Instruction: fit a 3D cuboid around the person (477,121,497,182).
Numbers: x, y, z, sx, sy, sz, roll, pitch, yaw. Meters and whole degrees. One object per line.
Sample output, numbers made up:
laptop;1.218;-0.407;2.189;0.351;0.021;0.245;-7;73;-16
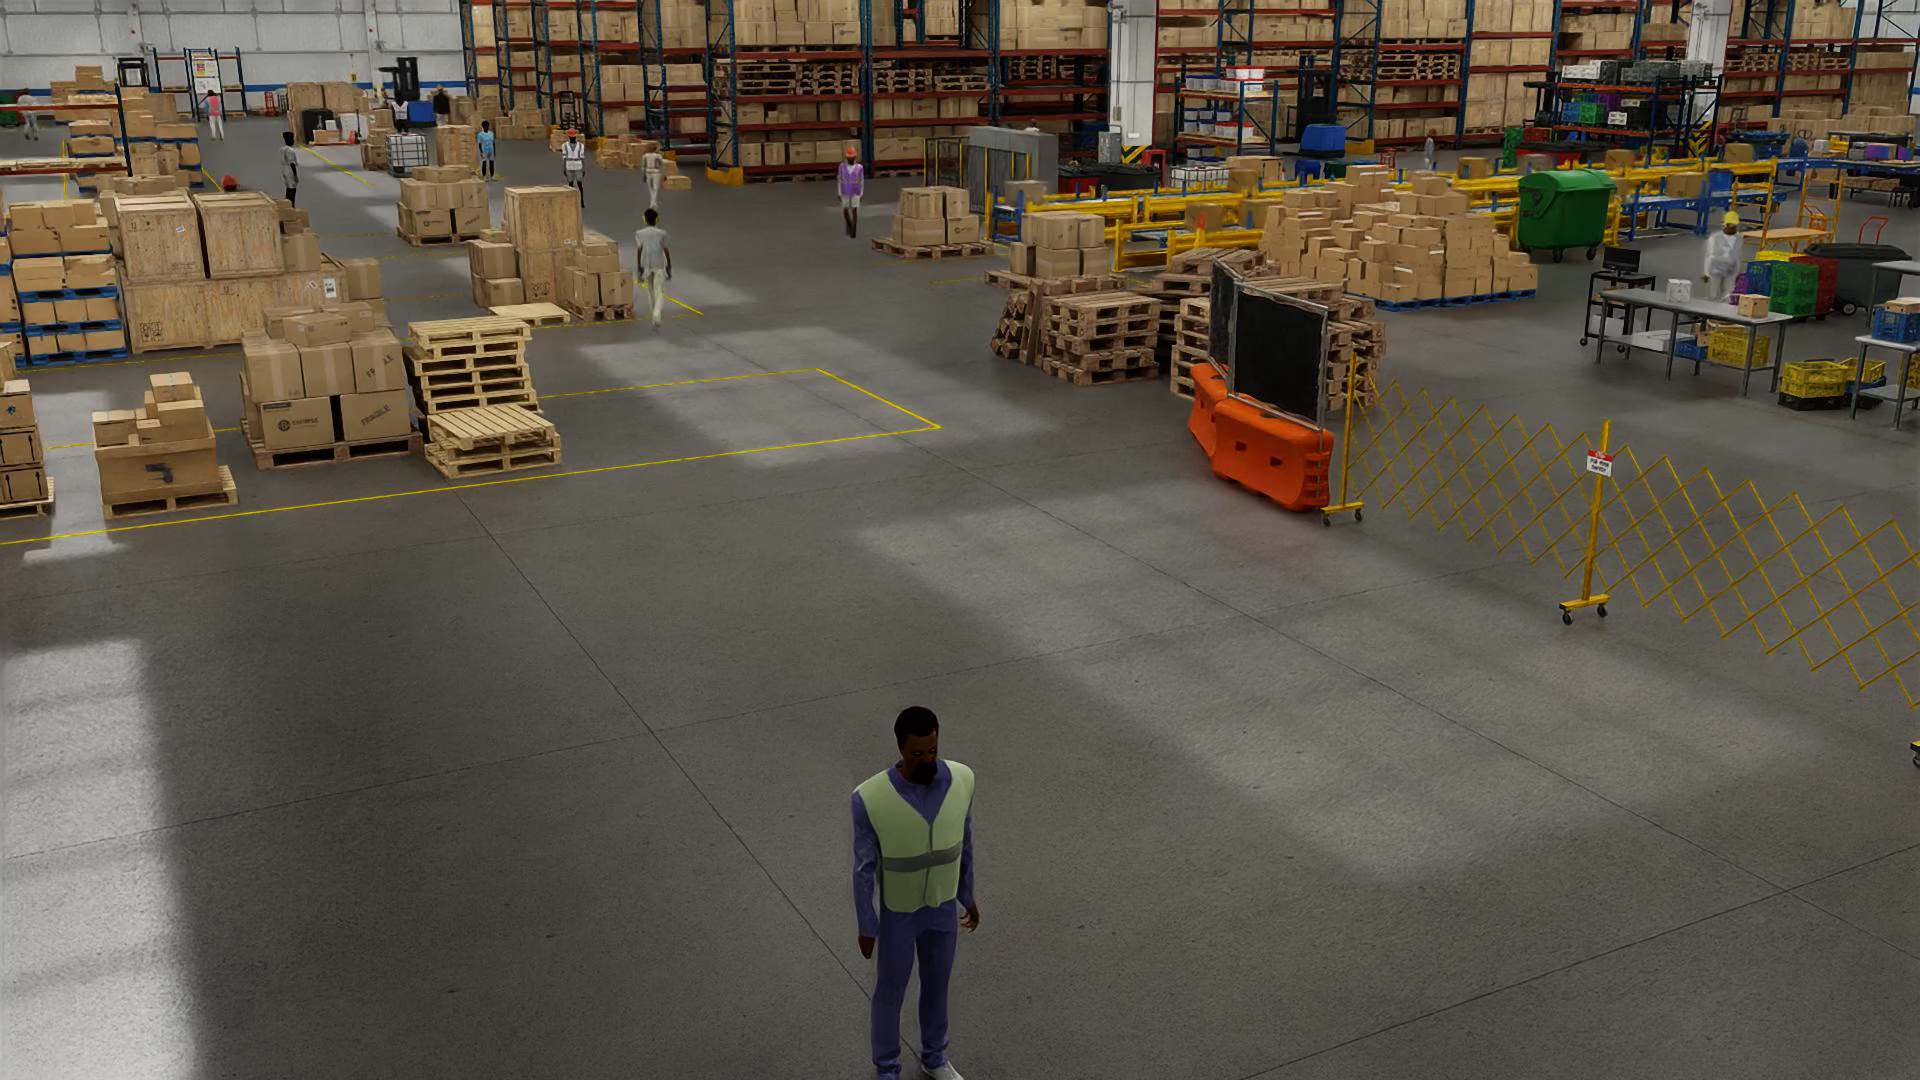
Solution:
person;-13.357;-10.980;46.986;0.323;1.688;0.531;16;24;41

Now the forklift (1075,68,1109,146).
forklift;4.826;-14.215;55.150;1.873;2.768;1.129;-9;20;-26

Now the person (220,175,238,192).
person;-12.901;-5.510;29.561;0.657;1.914;0.583;-1;18;-5

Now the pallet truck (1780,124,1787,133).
pallet truck;25.206;-12.542;52.601;1.601;1.201;0.680;0;18;-2

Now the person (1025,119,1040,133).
person;2.114;-11.487;48.651;0.523;1.636;0.310;10;20;28

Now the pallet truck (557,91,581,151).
pallet truck;-13.495;-14.412;57.188;0.823;1.965;1.885;-3;18;-9

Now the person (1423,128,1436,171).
person;12.682;-10.297;44.969;0.287;1.626;0.497;2;18;6

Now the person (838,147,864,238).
person;-2.333;-7.425;35.523;0.577;1.921;0.401;0;18;1

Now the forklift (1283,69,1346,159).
forklift;11.615;-13.871;54.079;1.129;2.768;1.873;-9;20;-27

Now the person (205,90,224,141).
person;-27.595;-15.707;61.491;0.428;1.838;0.628;15;23;38

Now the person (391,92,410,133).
person;-19.558;-14.696;58.223;0.591;1.913;0.398;-7;19;-20

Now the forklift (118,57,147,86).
forklift;-32.934;-17.846;66.470;1.129;2.768;1.873;-9;20;-26

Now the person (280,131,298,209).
person;-15.842;-8.672;39.369;0.378;1.958;0.606;-14;22;-37

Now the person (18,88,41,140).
person;-34.329;-15.725;61.408;0.657;1.918;0.485;0;18;-1

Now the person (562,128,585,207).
person;-9.469;-9.127;40.835;0.541;1.930;0.385;-3;18;-10

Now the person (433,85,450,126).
person;-19.358;-15.983;62.106;0.657;1.978;0.437;-13;22;-36

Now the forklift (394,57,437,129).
forklift;-22.181;-18.076;67.189;1.873;2.768;1.129;5;19;17

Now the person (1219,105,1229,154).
person;8.818;-13.792;55.860;0.506;1.611;0.688;-6;19;-18

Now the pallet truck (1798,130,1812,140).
pallet truck;25.526;-11.556;49.408;1.630;1.274;0.653;-9;20;-26

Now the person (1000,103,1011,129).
person;1.559;-13.699;55.472;0.447;1.682;0.540;-9;20;-26

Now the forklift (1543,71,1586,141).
forklift;18.685;-13.231;52.085;1.873;2.768;1.129;-9;20;-26

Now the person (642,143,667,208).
person;-7.400;-8.809;40.371;0.520;1.597;0.854;5;18;15

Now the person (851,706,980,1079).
person;-0.195;1.612;7.359;0.600;1.917;0.377;-10;20;-28

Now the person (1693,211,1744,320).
person;11.618;-4.127;25.431;0.600;1.816;0.629;-3;18;-10

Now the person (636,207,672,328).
person;-4.690;-4.157;25.475;0.507;1.848;0.721;-1;18;-3
